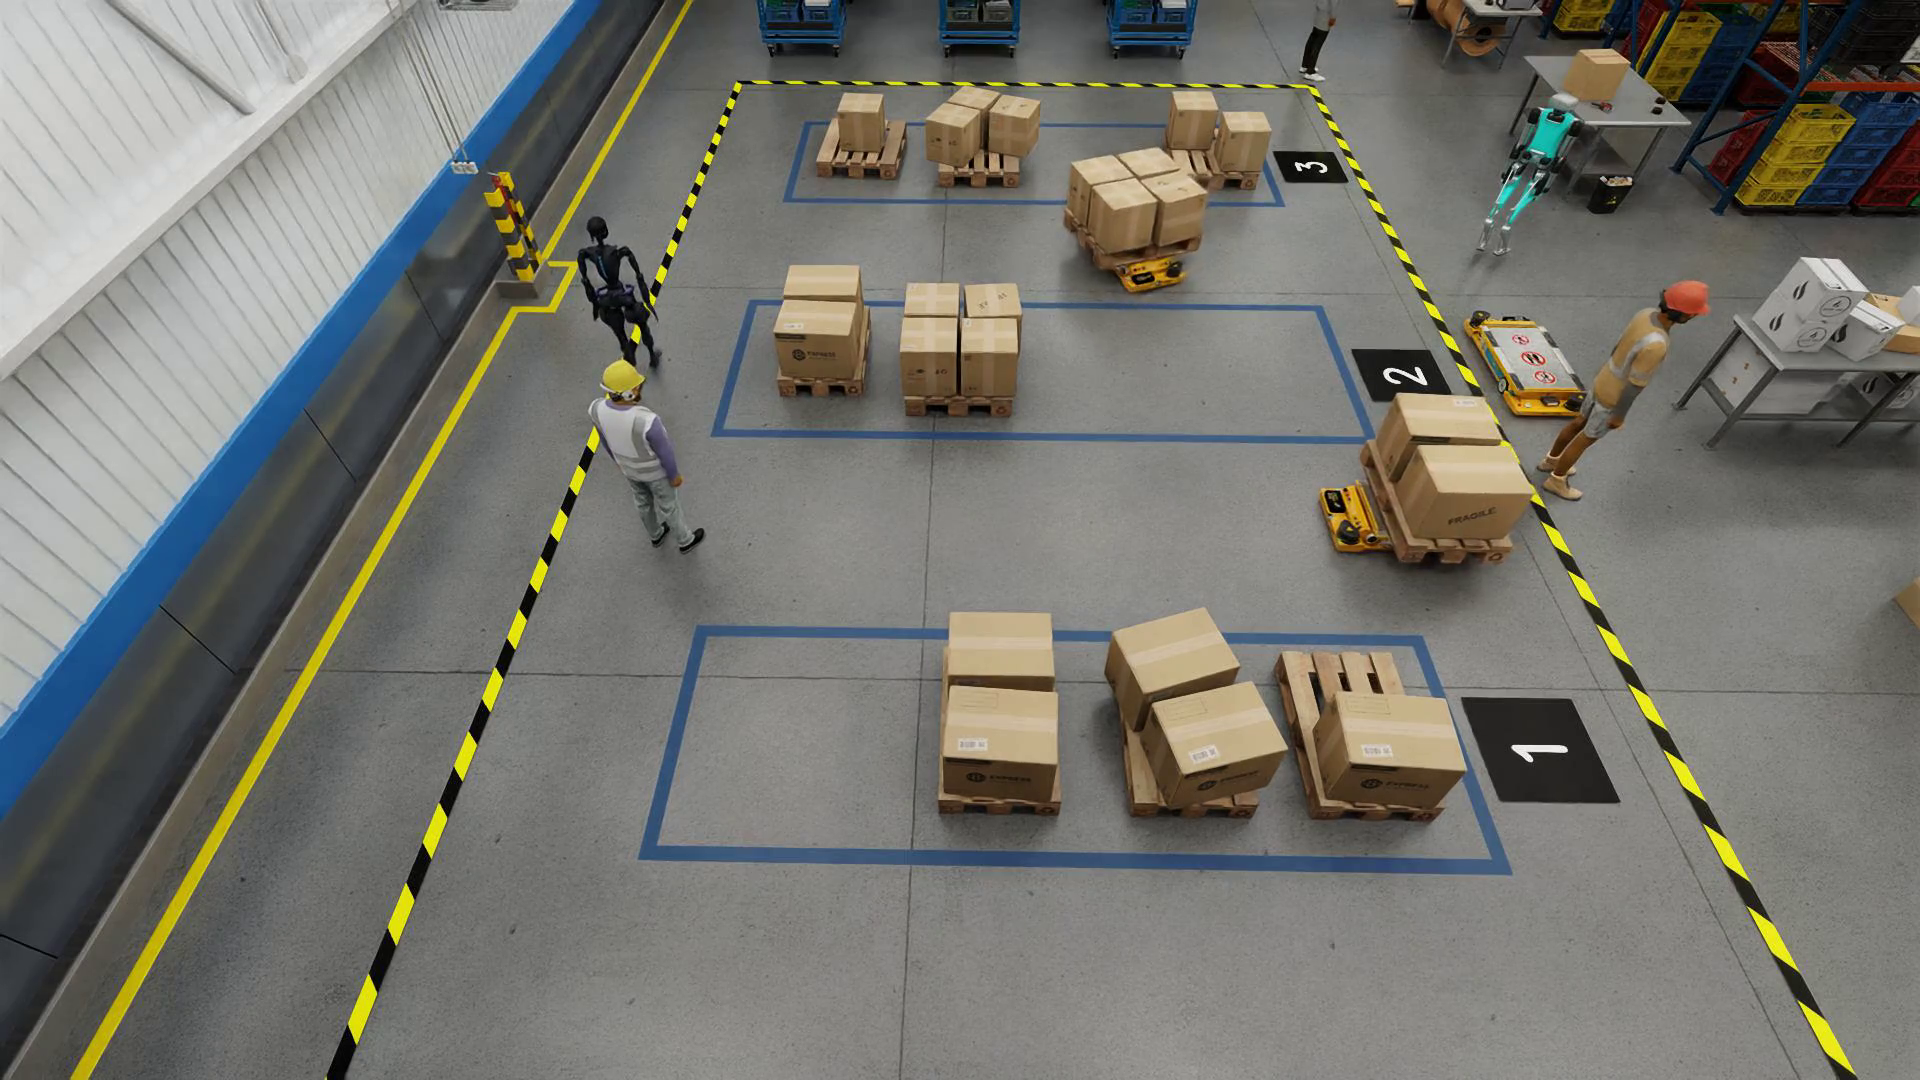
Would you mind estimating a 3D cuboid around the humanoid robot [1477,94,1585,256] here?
[{"bbox_3d":[5.981,-3.816,9.779,0.735,1.672,0.533,-37,58,-27],"label":"humanoid robot"}]

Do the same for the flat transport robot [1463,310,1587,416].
[{"bbox_3d":[5.573,-1.757,9.054,0.659,0.231,1.431,1,49,1],"label":"flat transport robot"}]

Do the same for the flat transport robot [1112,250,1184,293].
[{"bbox_3d":[1.919,-3.332,10.399,0.652,0.197,1.431,-15,51,-13],"label":"flat transport robot"}]

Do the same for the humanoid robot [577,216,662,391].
[{"bbox_3d":[-3.153,-2.201,8.524,0.610,1.632,0.630,-3,49,-3],"label":"humanoid robot"}]

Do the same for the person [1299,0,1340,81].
[{"bbox_3d":[5.261,-7.552,13.026,0.400,1.847,0.587,1,49,1],"label":"person"}]

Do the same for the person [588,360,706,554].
[{"bbox_3d":[-2.398,-0.595,7.019,0.590,1.823,0.404,16,51,14],"label":"person"}]

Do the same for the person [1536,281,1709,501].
[{"bbox_3d":[5.310,-1.194,7.394,0.380,2.045,0.604,15,51,13],"label":"person"}]

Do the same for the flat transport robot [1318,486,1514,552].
[{"bbox_3d":[3.825,-0.205,7.693,1.431,0.197,0.652,1,49,1],"label":"flat transport robot"}]
